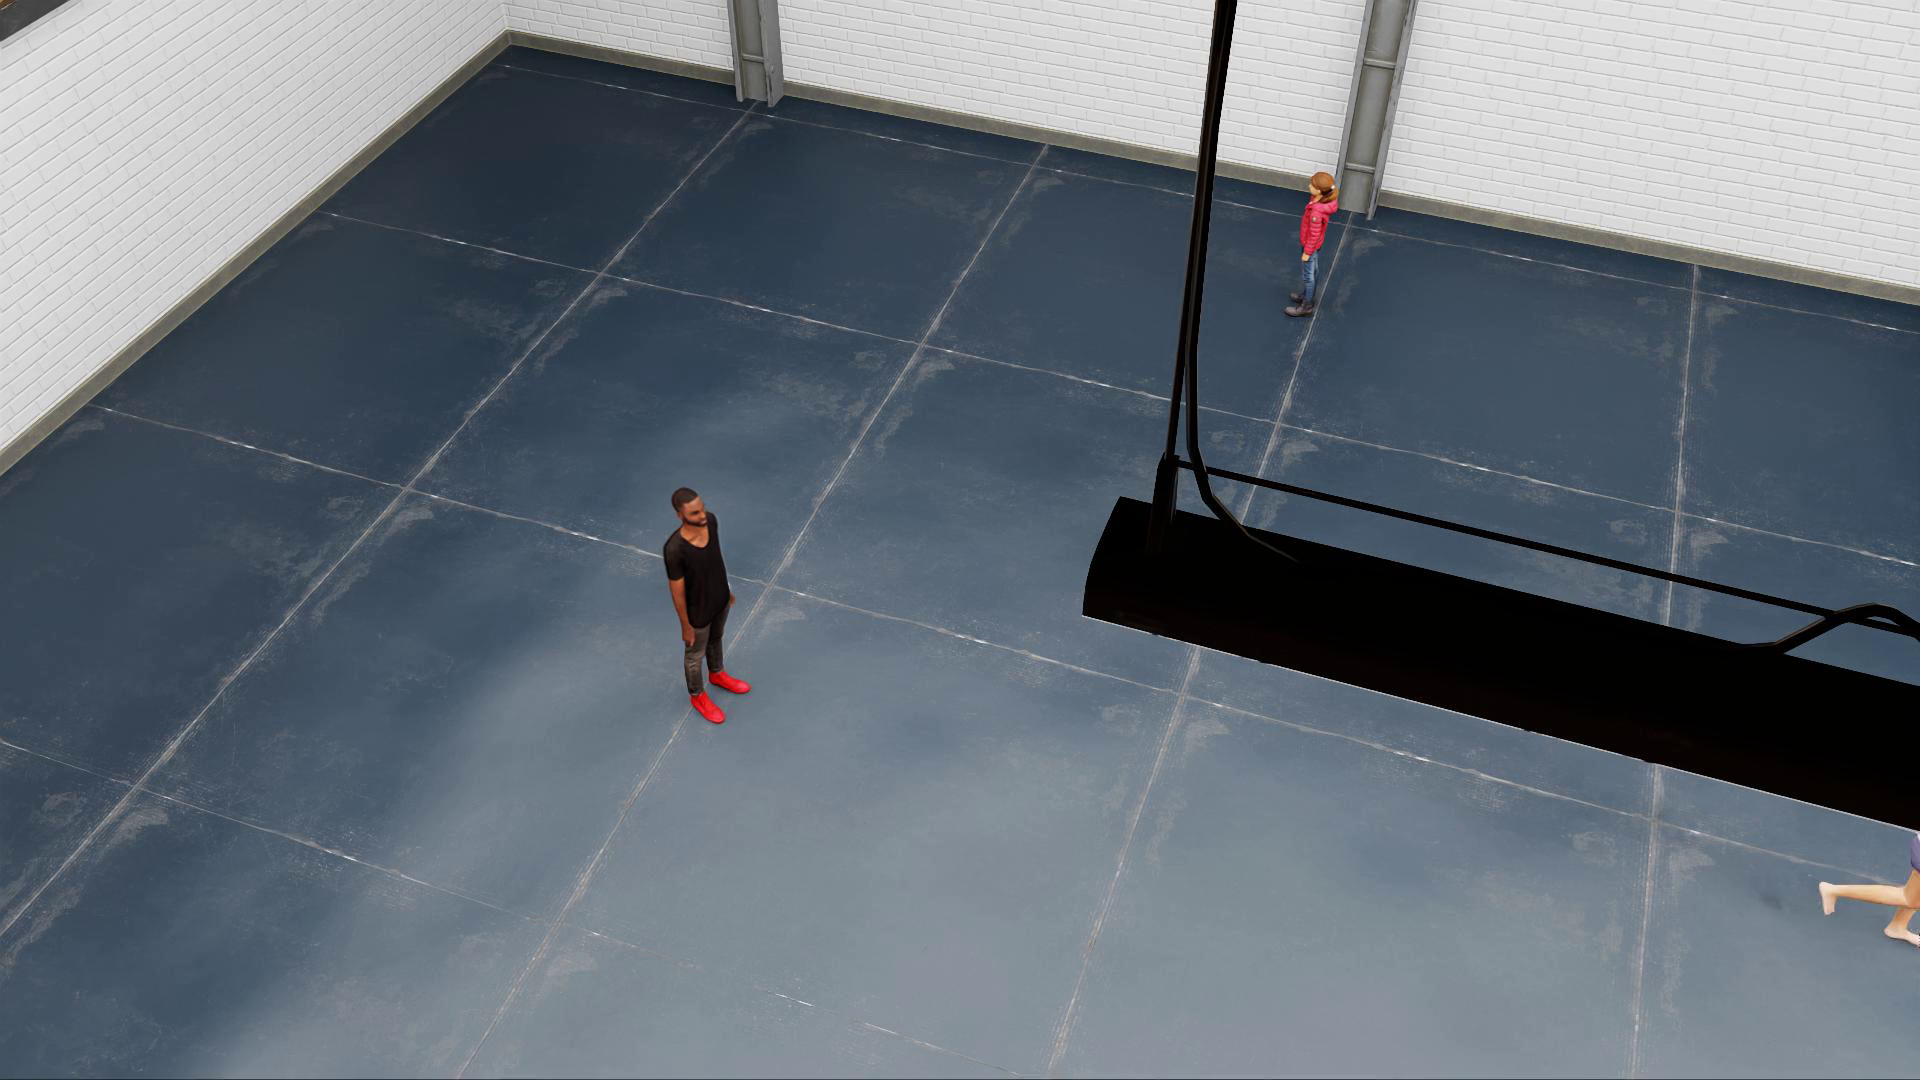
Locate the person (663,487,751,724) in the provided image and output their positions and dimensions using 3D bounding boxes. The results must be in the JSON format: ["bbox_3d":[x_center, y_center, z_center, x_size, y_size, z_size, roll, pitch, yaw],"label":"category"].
[{"bbox_3d":[-1.619,0.374,10.402,0.576,1.805,0.675,21,47,20],"label":"person"}]

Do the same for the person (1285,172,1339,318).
[{"bbox_3d":[2.914,-2.446,13.715,0.480,1.317,0.509,14,45,14],"label":"person"}]
